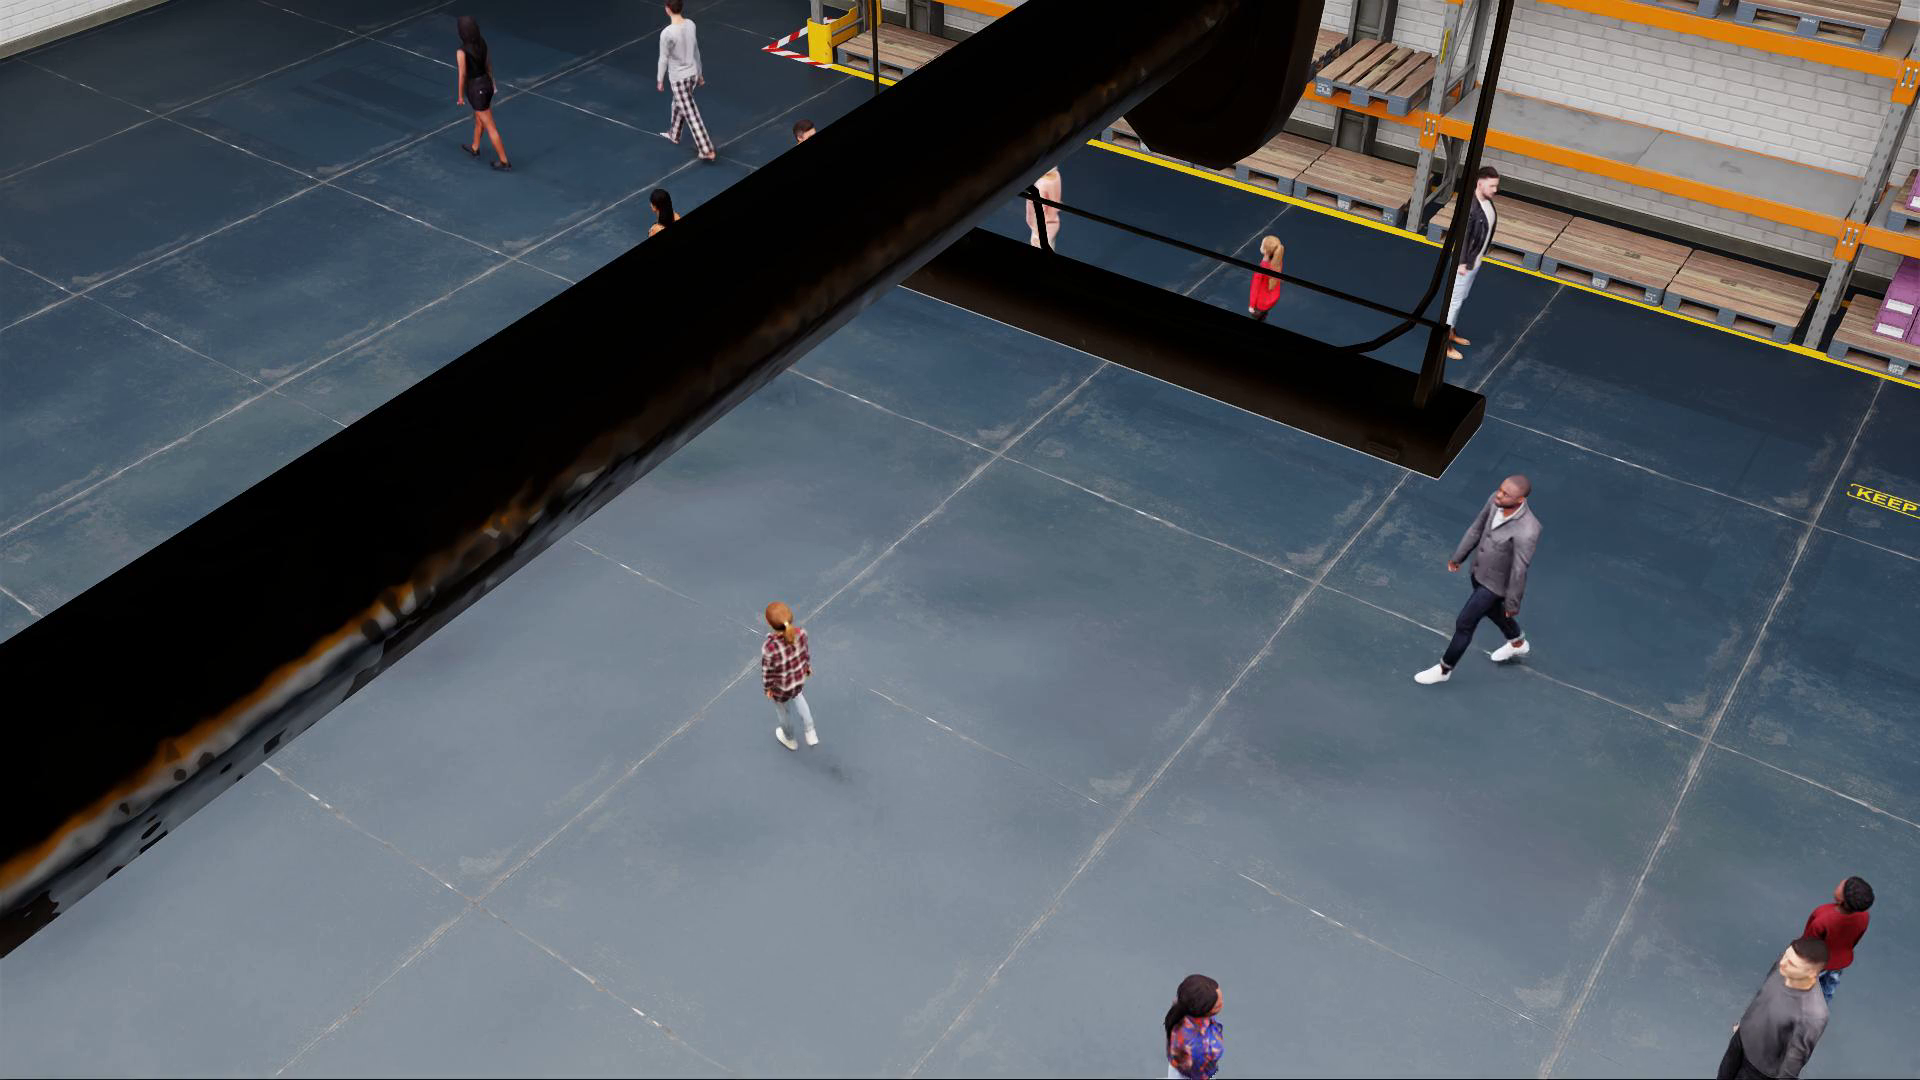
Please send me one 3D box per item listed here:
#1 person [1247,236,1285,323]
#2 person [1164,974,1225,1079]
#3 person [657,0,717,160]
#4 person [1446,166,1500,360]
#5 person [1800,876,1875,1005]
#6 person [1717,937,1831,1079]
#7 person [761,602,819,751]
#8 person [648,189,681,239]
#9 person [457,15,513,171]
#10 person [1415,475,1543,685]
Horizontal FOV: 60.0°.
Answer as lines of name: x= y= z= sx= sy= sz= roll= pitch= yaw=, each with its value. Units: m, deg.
person: x=2.788 y=-2.156 z=15.114 sx=0.562 sy=1.272 sz=0.721 roll=-32 pitch=48 yaw=-34
person: x=1.101 y=2.788 z=8.551 sx=0.820 sy=1.735 sz=0.760 roll=-2 pitch=39 yaw=-3
person: x=-2.991 y=-5.046 z=18.313 sx=1.143 sy=1.795 sz=0.680 roll=27 pitch=46 yaw=29
person: x=4.613 y=-2.557 z=15.164 sx=0.555 sy=1.836 sz=0.657 roll=21 pitch=43 yaw=24
person: x=4.928 y=2.368 z=9.462 sx=0.573 sy=1.255 sz=0.637 roll=-5 pitch=39 yaw=-6
person: x=4.288 y=2.665 z=8.694 sx=0.933 sy=1.750 sz=0.839 roll=1 pitch=39 yaw=2
person: x=-1.124 y=0.956 z=11.196 sx=0.626 sy=1.298 sz=0.691 roll=-26 pitch=45 yaw=-29
person: x=-2.566 y=-2.417 z=15.146 sx=0.955 sy=1.639 sz=0.581 roll=25 pitch=45 yaw=28
person: x=-5.144 y=-4.833 z=18.109 sx=1.034 sy=1.717 sz=0.757 roll=14 pitch=41 yaw=17
person: x=3.826 y=0.257 z=11.681 sx=1.261 sy=1.784 sz=1.177 roll=-4 pitch=39 yaw=-6
